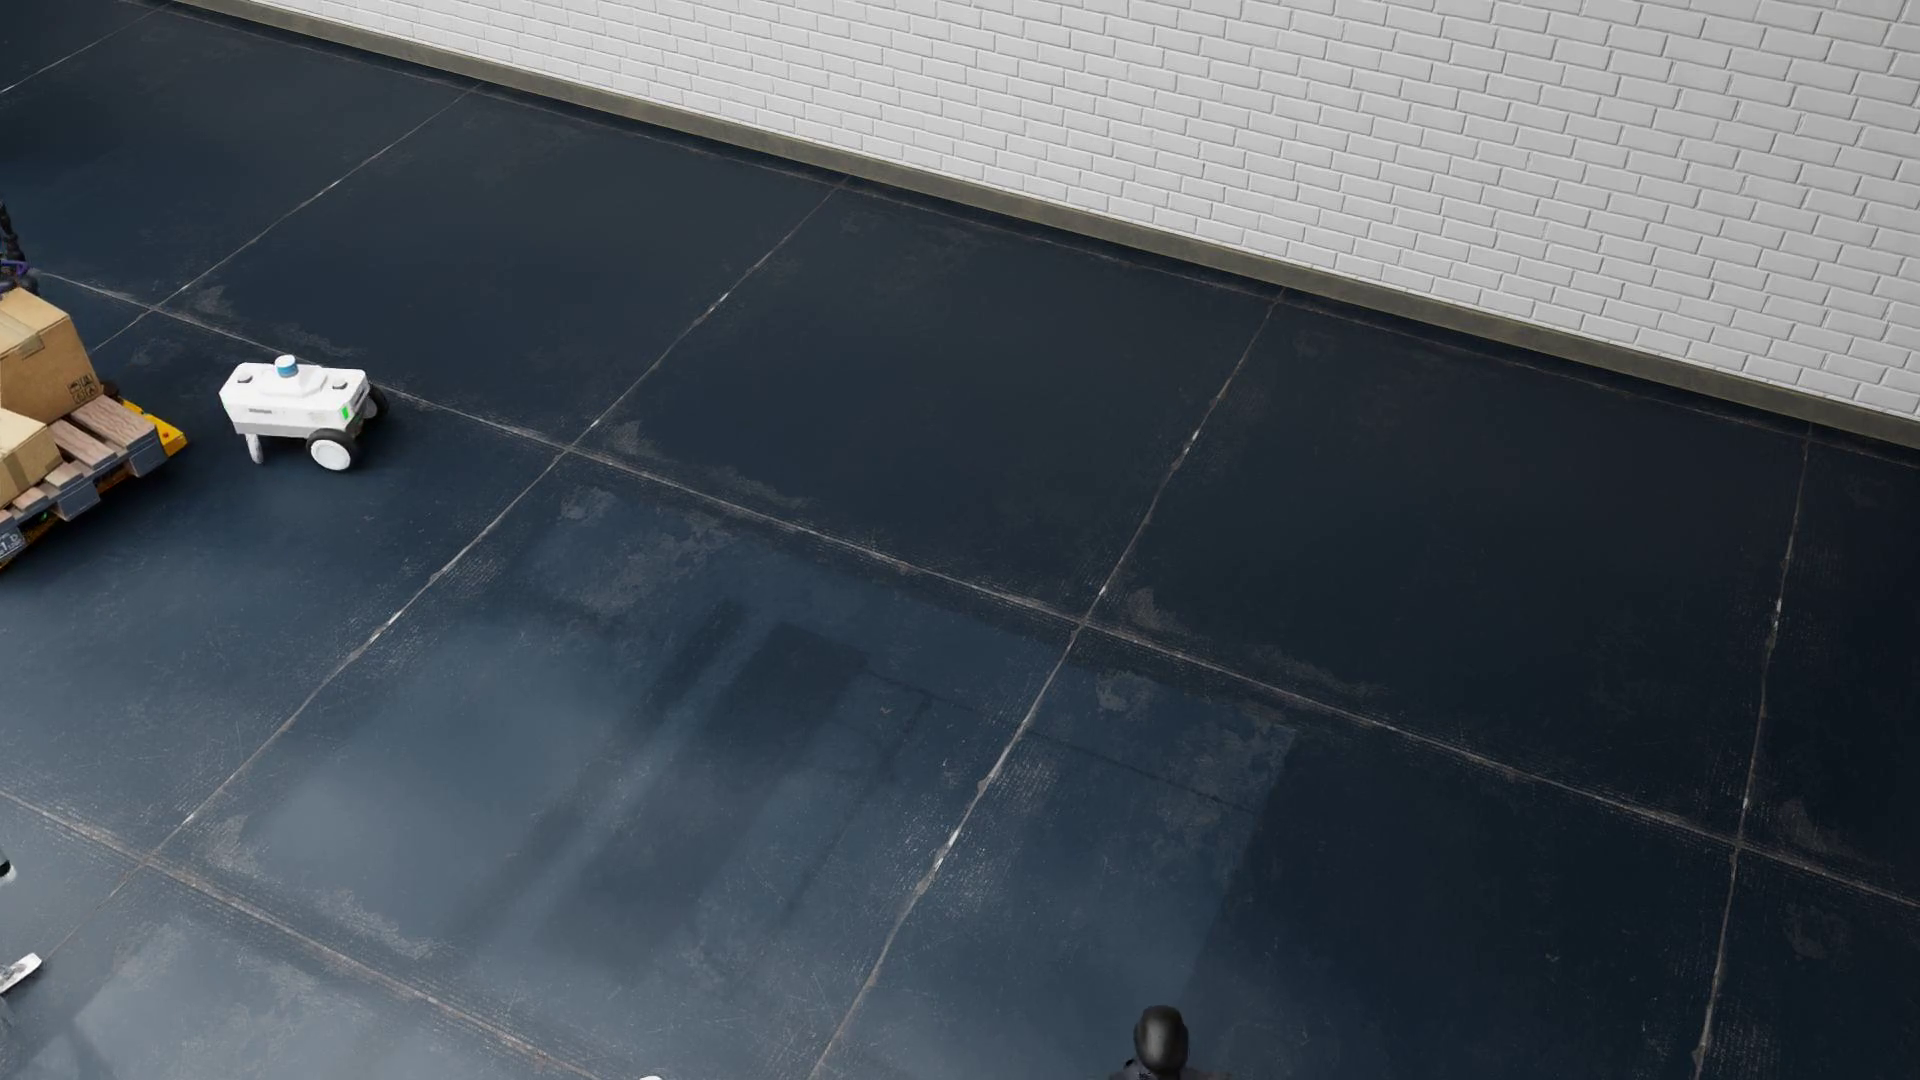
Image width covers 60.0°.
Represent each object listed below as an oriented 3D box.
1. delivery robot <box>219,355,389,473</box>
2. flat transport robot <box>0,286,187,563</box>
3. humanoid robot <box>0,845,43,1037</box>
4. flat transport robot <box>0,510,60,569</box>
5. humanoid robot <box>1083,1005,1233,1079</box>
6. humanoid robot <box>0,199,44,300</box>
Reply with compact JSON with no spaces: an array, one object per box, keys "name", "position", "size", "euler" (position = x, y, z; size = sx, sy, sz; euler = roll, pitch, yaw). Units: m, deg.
[{"name":"delivery robot","position":[-3.464,-0.701,8.807],"size":[0.775,0.603,0.511],"euler":[4,43,4]},{"name":"flat transport robot","position":[-4.816,-0.300,8.579],"size":[0.659,0.231,1.431],"euler":[25,48,25]},{"name":"humanoid robot","position":[-3.707,1.197,5.969],"size":[0.546,1.887,0.751],"euler":[28,50,27]},{"name":"flat transport robot","position":[-5.366,-0.130,8.395],"size":[1.431,0.231,0.659],"euler":[15,45,16]},{"name":"humanoid robot","position":[0.567,1.964,5.131],"size":[0.616,1.627,0.777],"euler":[-4,43,-4]},{"name":"humanoid robot","position":[-4.942,-1.202,8.514],"size":[0.369,1.655,0.588],"euler":[8,43,8]}]
